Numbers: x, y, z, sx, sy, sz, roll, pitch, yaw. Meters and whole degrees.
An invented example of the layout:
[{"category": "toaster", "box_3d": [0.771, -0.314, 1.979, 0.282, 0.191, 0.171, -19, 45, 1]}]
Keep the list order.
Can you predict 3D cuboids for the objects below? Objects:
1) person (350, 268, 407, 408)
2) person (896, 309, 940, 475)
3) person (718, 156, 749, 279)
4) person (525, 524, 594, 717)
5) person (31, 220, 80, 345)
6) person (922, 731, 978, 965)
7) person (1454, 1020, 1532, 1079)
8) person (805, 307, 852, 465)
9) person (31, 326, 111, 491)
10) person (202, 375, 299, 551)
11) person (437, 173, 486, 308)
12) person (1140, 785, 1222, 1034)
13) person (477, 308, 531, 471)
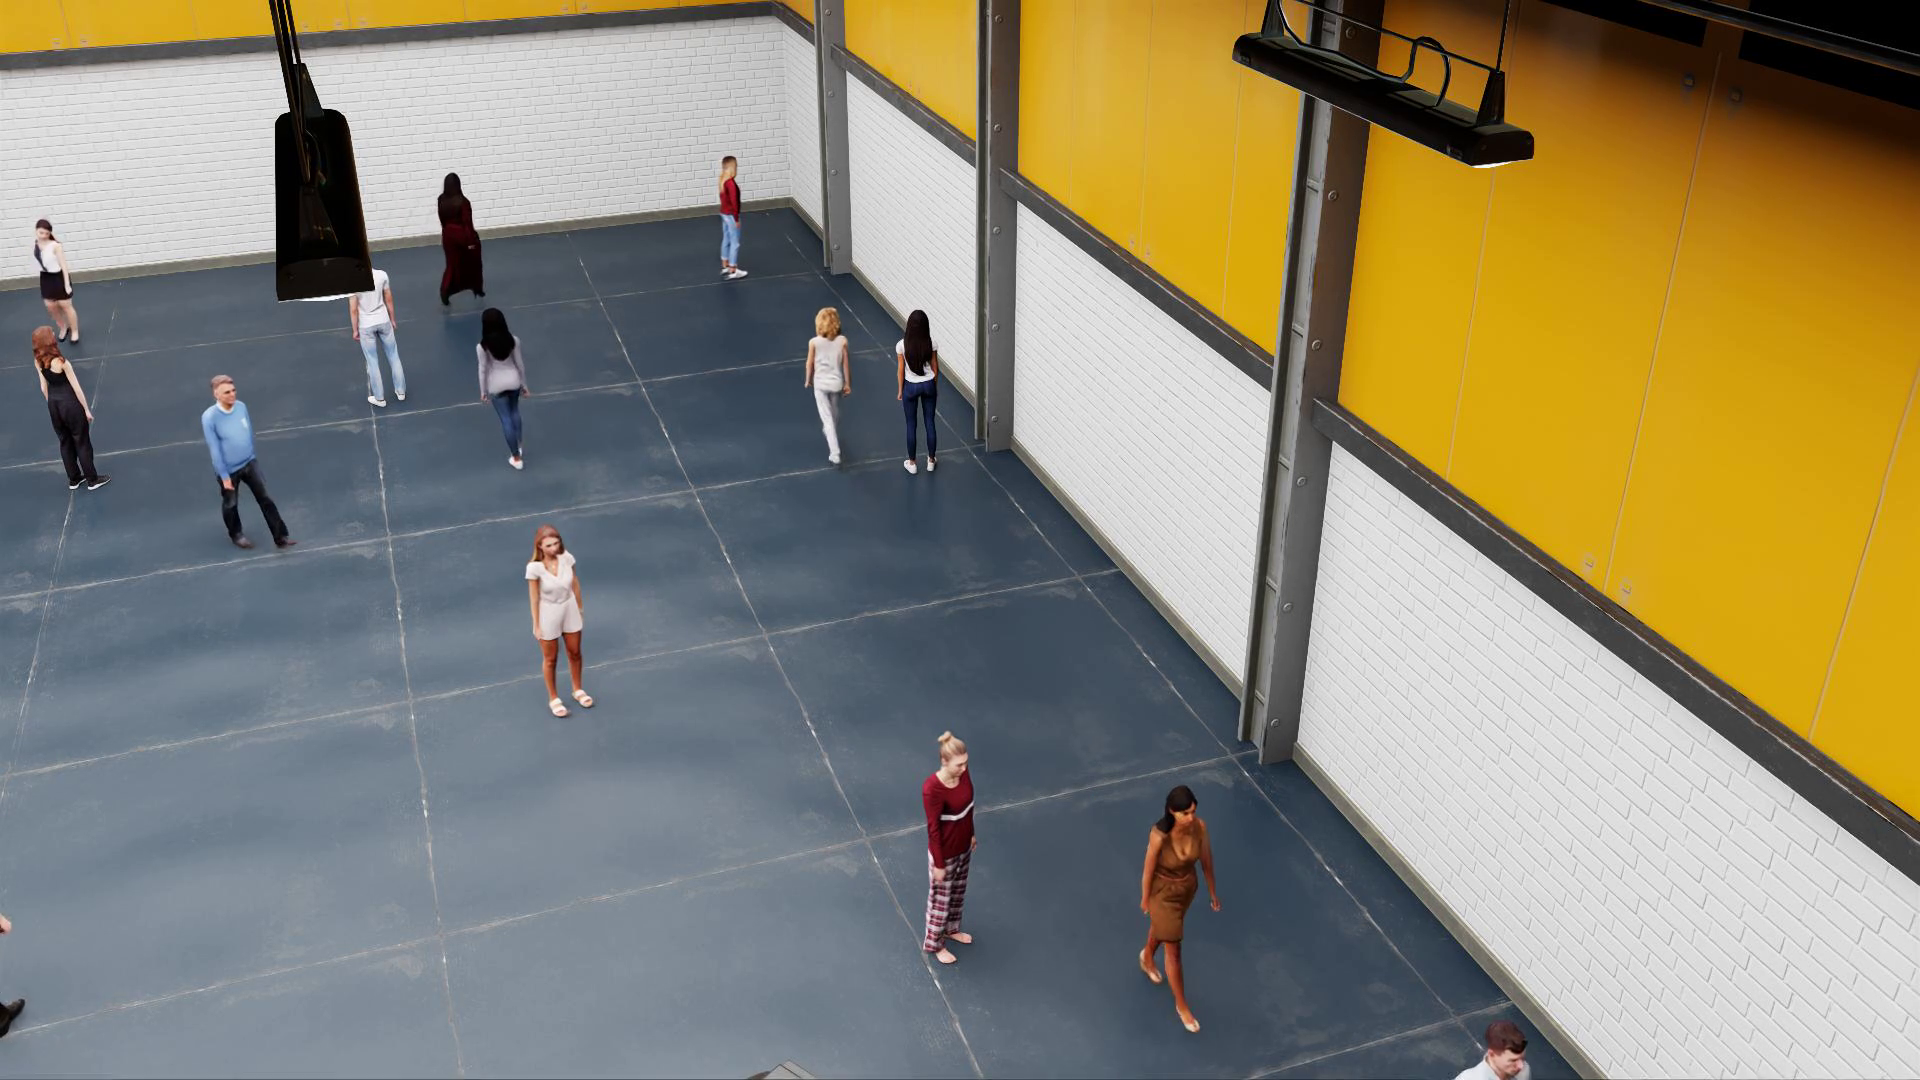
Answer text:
[{"category": "person", "box_3d": [-6.556, -2.411, 18.629, 0.715, 1.857, 0.669, -22, 36, -35]}, {"category": "person", "box_3d": [-0.416, -1.528, 17.097, 0.617, 1.775, 0.560, -5, 29, -10]}, {"category": "person", "box_3d": [-3.103, -4.377, 22.474, 0.689, 1.627, 0.501, -15, 32, -26]}, {"category": "person", "box_3d": [-3.207, 0.609, 13.269, 0.638, 1.689, 0.629, -19, 34, -31]}, {"category": "person", "box_3d": [-10.959, -3.121, 20.187, 0.687, 1.613, 0.724, 8, 30, 14]}, {"category": "person", "box_3d": [-0.069, 1.967, 10.757, 0.711, 1.710, 0.683, 17, 33, 28]}, {"category": "person", "box_3d": [2.591, 3.117, 8.553, 0.854, 1.803, 1.238, -17, 33, -28]}, {"category": "person", "box_3d": [-1.363, -1.582, 17.346, 0.603, 1.631, 1.073, -11, 30, -19]}, {"category": "person", "box_3d": [-9.029, -1.332, 16.766, 0.654, 1.748, 0.670, 4, 29, 8]}, {"category": "person", "box_3d": [-6.866, -0.724, 15.627, 1.189, 1.771, 1.045, 18, 33, 30]}, {"category": "person", "box_3d": [-6.474, -3.811, 21.328, 1.028, 1.731, 1.143, 9, 30, 15]}, {"category": "person", "box_3d": [1.279, 2.180, 10.422, 0.706, 1.657, 1.002, -17, 33, -28]}, {"category": "person", "box_3d": [-4.661, -1.532, 17.166, 0.714, 1.717, 0.779, -18, 33, -29]}]
